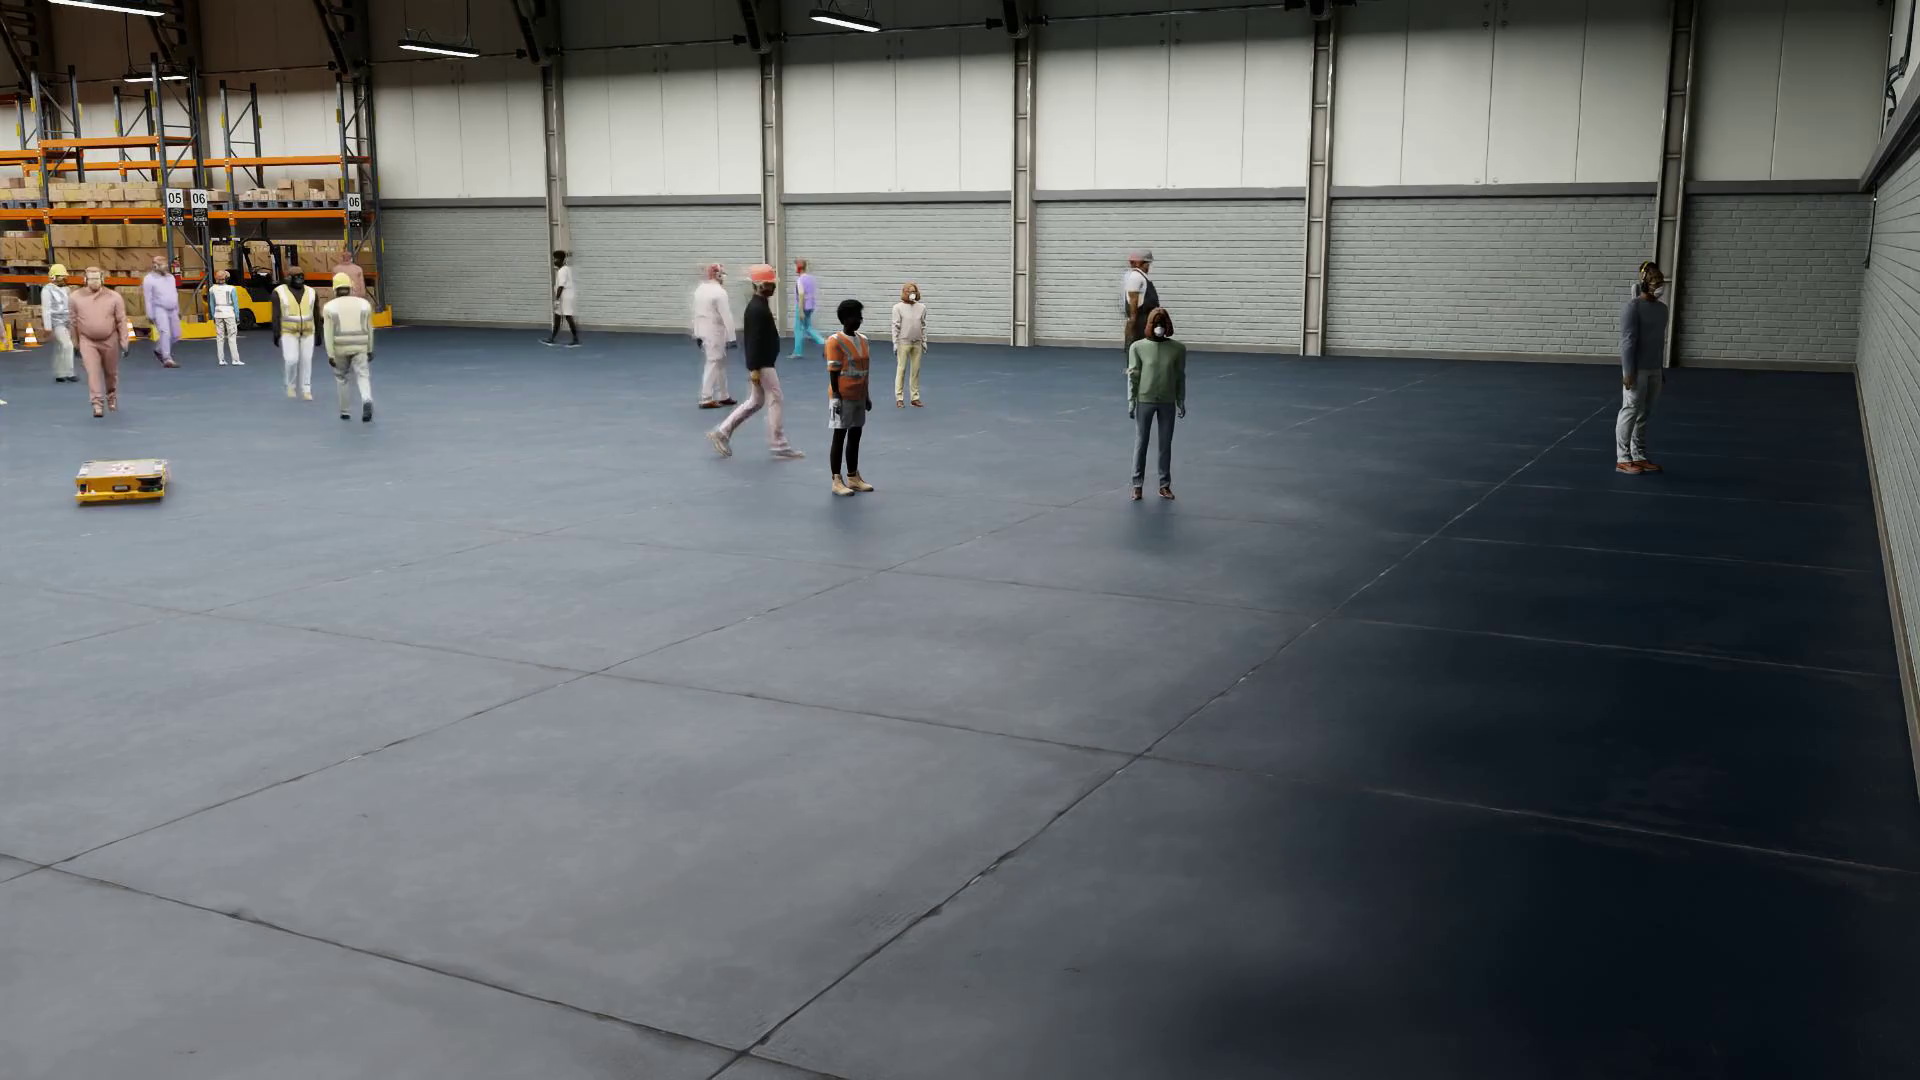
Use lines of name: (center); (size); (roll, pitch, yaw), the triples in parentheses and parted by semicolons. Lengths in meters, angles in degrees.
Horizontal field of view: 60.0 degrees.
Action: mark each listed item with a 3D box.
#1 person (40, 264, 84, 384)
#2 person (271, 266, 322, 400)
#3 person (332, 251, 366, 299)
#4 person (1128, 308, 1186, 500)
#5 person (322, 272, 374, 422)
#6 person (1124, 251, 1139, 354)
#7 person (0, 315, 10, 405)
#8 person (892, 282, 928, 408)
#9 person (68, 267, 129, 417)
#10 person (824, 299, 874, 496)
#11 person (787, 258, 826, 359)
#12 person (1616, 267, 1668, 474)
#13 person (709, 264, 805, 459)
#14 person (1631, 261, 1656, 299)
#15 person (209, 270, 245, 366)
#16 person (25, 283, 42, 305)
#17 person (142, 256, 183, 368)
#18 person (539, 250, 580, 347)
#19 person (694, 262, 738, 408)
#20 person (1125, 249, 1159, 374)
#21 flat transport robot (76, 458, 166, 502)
person: (-13.484, -3.256, 25.142); (0.678, 1.810, 0.597); (0, 10, 1)
person: (-8.979, -2.797, 22.574); (0.654, 1.825, 0.449); (-8, 13, -38)
person: (-13.289, -5.331, 36.222); (0.648, 1.891, 0.514); (-2, 11, -10)
person: (1.676, -1.156, 14.155); (0.503, 1.632, 0.274); (-1, 10, -5)
person: (-7.280, -2.290, 19.869); (0.592, 1.813, 0.768); (-6, 12, -31)
person: (3.294, -4.480, 31.456); (0.373, 1.934, 0.551); (0, 10, 1)
person: (-12.839, -2.634, 21.872); (0.540, 1.767, 0.339); (1, 10, 5)
person: (-0.652, -2.543, 21.723); (0.507, 1.631, 0.265); (-6, 12, -30)
person: (-10.808, -2.501, 20.904); (0.648, 1.860, 0.997); (-6, 12, -29)
person: (-0.956, -1.240, 14.439); (0.318, 1.698, 0.534); (6, 12, 31)
person: (-2.777, -4.179, 30.116); (0.712, 1.829, 0.582); (3, 11, 17)
person: (6.461, -1.594, 15.718); (0.632, 1.939, 0.368); (-8, 13, -37)
person: (-2.059, -1.780, 16.667); (0.895, 1.968, 0.622); (-1, 10, -5)
person: (9.863, -3.080, 24.023); (0.509, 1.867, 0.328); (-8, 13, -38)
person: (-12.668, -3.824, 28.689); (0.512, 1.641, 0.309); (1, 10, 7)
person: (-24.778, -6.859, 44.487); (0.398, 1.918, 0.588); (1, 10, 4)
person: (-13.552, -3.871, 28.253); (0.527, 1.891, 0.675); (4, 11, 19)
person: (-8.101, -4.838, 33.413); (0.911, 1.928, 0.638); (-2, 11, -9)
person: (-3.090, -2.659, 21.666); (0.767, 1.879, 0.680); (-8, 13, -36)
person: (2.997, -3.652, 26.657); (0.763, 2.000, 0.705); (3, 11, 17)
flat transport robot: (-7.301, -0.536, 14.497); (0.652, 0.197, 1.431); (-5, 11, -24)
